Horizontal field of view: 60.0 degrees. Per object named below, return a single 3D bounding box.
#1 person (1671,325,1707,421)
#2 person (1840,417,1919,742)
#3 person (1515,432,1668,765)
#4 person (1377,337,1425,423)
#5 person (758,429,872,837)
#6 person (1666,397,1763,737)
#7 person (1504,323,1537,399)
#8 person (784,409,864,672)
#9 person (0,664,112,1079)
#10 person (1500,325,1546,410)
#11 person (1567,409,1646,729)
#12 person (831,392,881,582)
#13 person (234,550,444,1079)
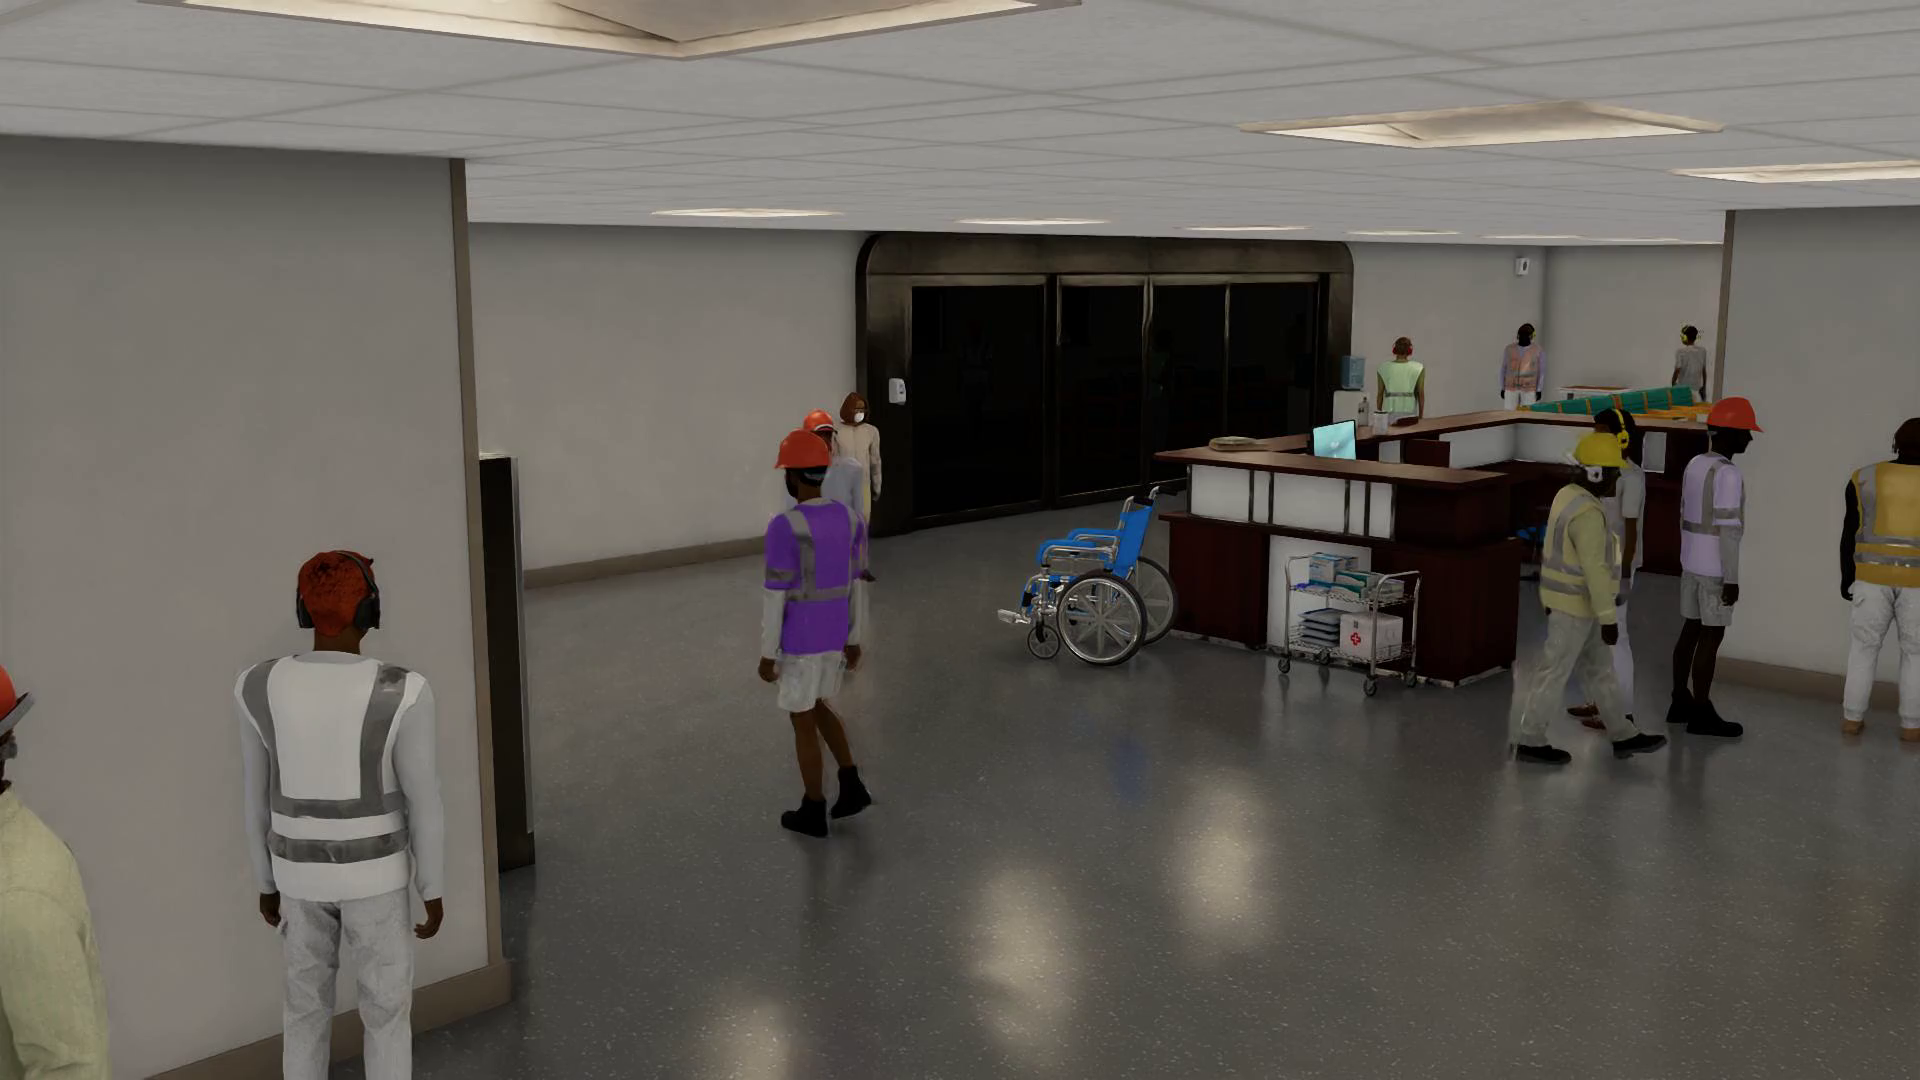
[{"bbox_3d":[10.383,-2.131,23.761,0.546,1.849,0.460,-2,10,-14],"label":"person"},{"bbox_3d":[5.304,0.225,9.382,0.628,1.837,0.429,6,11,34],"label":"person"},{"bbox_3d":[3.405,0.331,8.811,0.868,1.792,0.627,2,10,13],"label":"person"},{"bbox_3d":[5.270,-1.504,19.929,0.563,1.846,0.390,3,10,18],"label":"person"},{"bbox_3d":[-0.709,0.445,7.766,0.392,1.923,0.541,7,12,38],"label":"person"},{"bbox_3d":[4.336,0.147,9.529,0.377,1.932,0.552,0,9,0],"label":"person"},{"bbox_3d":[8.359,-2.287,24.717,0.520,1.856,0.333,4,10,25],"label":"person"},{"bbox_3d":[-0.899,0.016,10.908,0.559,1.745,0.333,-5,10,-26],"label":"person"},{"bbox_3d":[-1.821,1.157,3.162,0.391,1.991,0.613,-8,12,-42],"label":"person"},{"bbox_3d":[8.171,-2.201,24.213,0.623,1.847,0.429,5,11,30],"label":"person"},{"bbox_3d":[3.776,0.168,9.642,0.321,1.861,0.516,1,9,4],"label":"person"},{"bbox_3d":[-0.901,-0.437,14.067,0.507,1.627,0.287,-5,10,-26],"label":"person"},{"bbox_3d":[-1.744,0.960,4.739,0.568,1.878,0.351,0,9,2],"label":"person"}]
